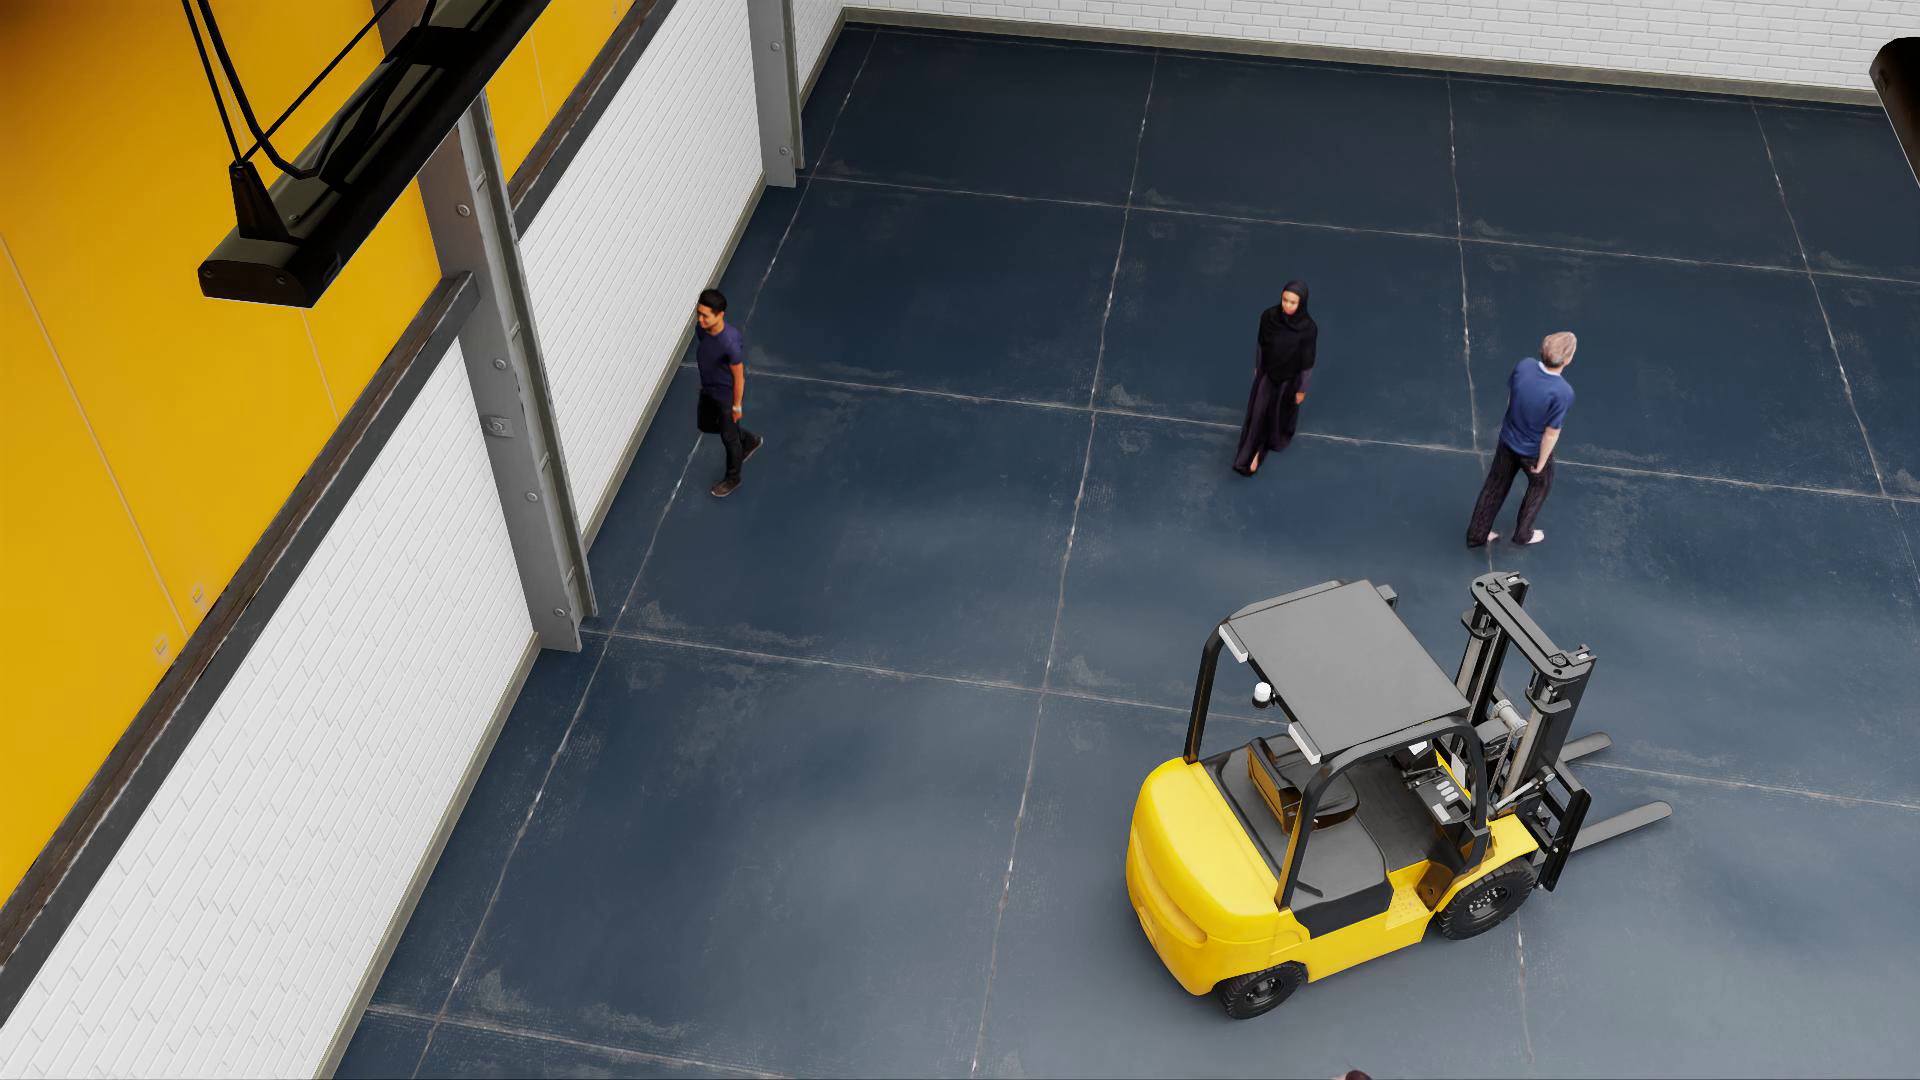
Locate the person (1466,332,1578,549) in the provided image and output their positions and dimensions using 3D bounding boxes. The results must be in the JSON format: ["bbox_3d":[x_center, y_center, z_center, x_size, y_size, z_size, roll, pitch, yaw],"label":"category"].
[{"bbox_3d":[3.816,-0.624,11.440,0.947,1.853,0.887,-28,50,-26],"label":"person"}]

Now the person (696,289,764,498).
[{"bbox_3d":[-1.654,-1.111,12.004,0.949,1.781,0.883,-32,52,-29],"label":"person"}]

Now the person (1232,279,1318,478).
[{"bbox_3d":[2.415,-1.273,12.300,0.846,1.607,1.160,20,47,20],"label":"person"}]
